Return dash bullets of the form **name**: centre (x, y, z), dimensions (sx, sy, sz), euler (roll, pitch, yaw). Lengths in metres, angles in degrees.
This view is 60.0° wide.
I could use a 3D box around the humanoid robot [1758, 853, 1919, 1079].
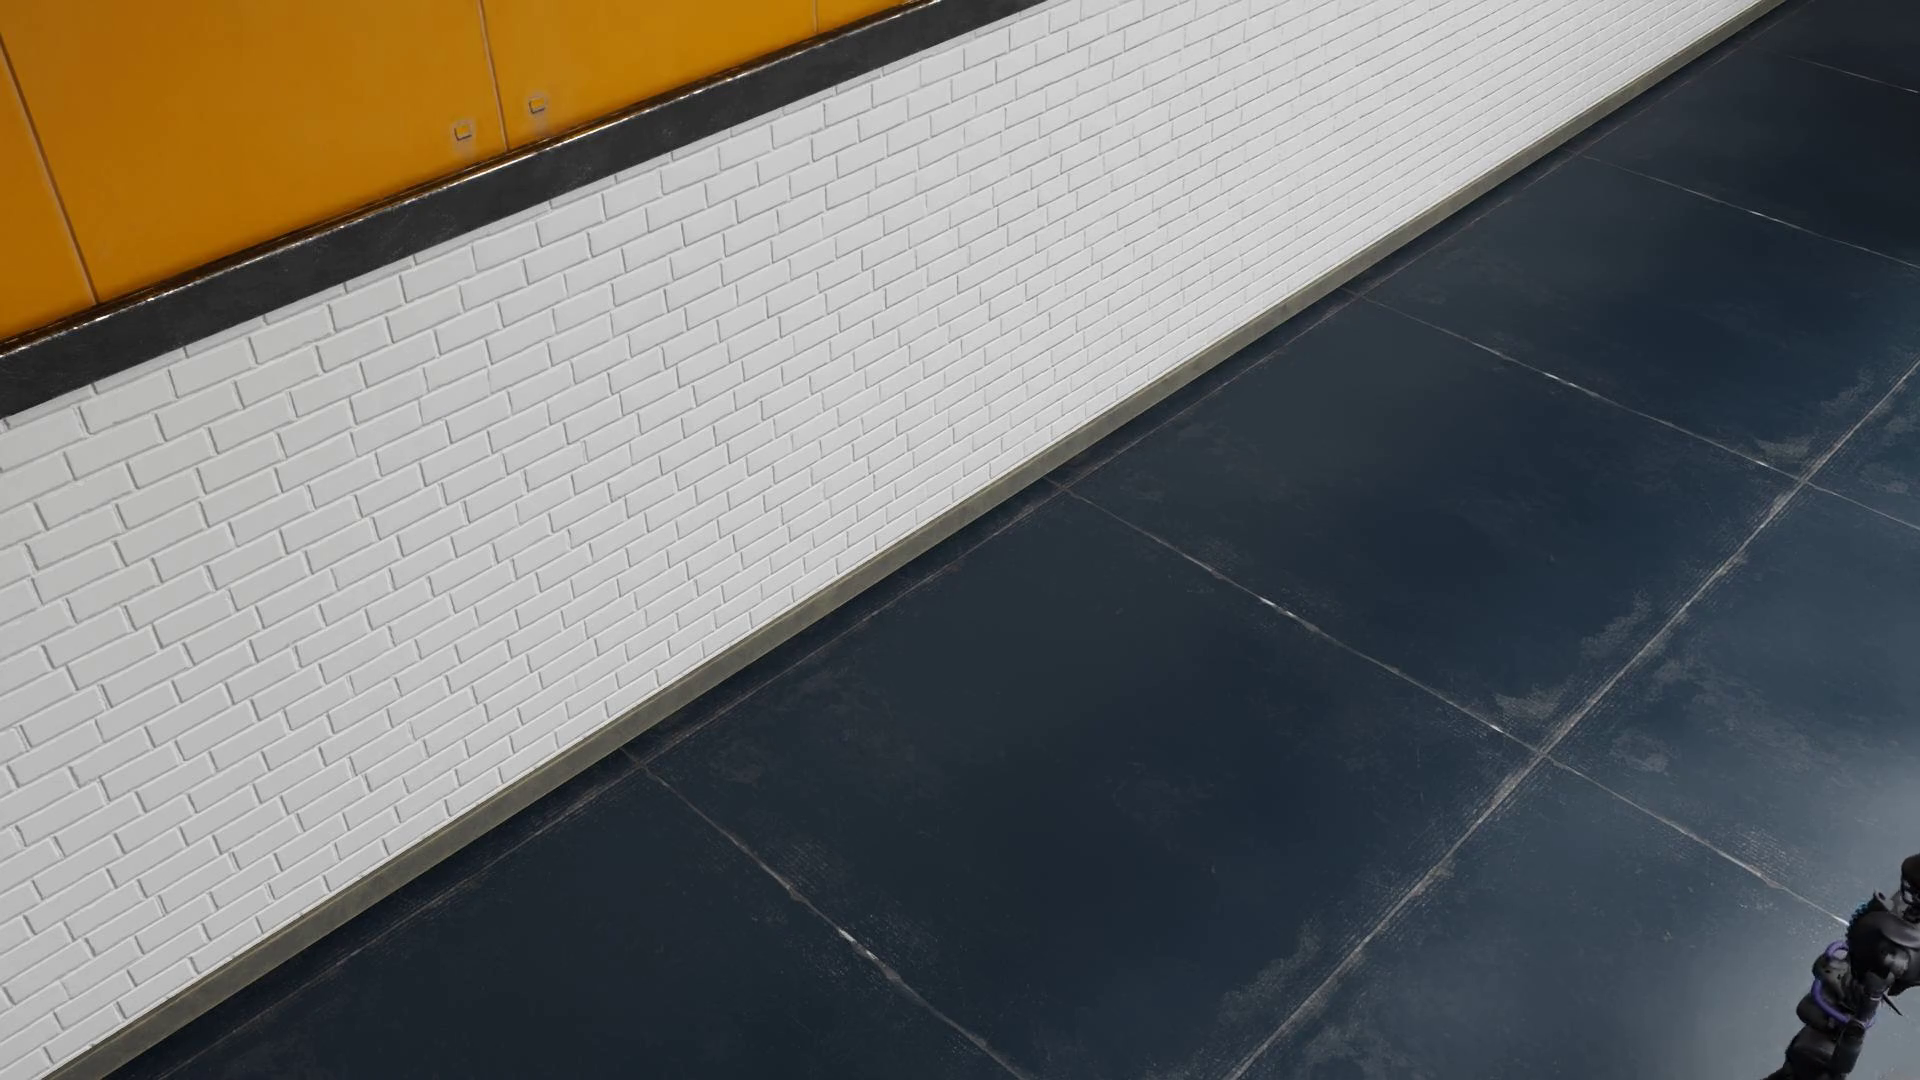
- **humanoid robot**: centre (3.041, 1.632, 5.747), dimensions (0.380, 1.640, 0.601), euler (24, 44, 27)
